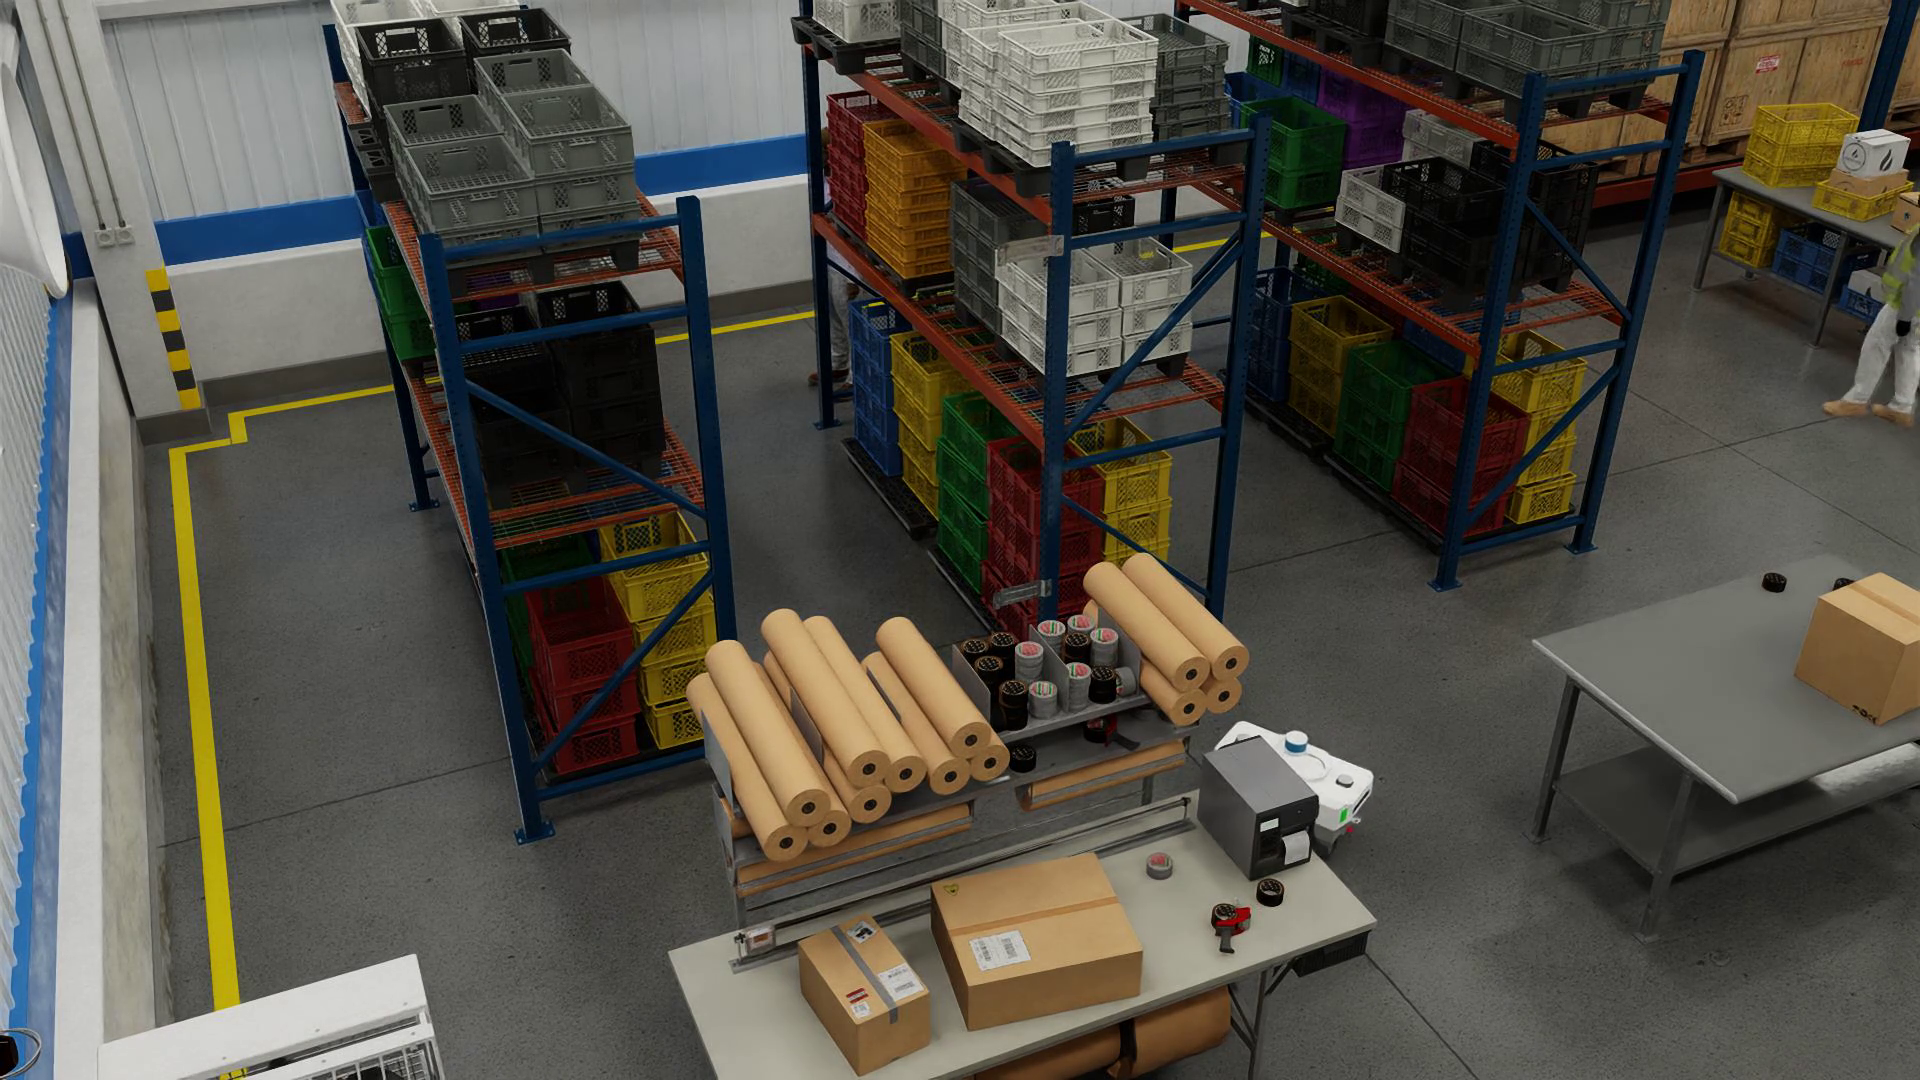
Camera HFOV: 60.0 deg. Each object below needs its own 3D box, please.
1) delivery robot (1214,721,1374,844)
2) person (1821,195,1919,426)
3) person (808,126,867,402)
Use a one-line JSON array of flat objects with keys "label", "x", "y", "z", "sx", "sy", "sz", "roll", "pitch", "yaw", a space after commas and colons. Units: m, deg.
[{"label": "delivery robot", "x": 1.552, "y": 1.114, "z": 7.781, "sx": 0.707, "sy": 0.478, "sz": 0.477, "roll": 20, "pitch": 37, "yaw": 30}, {"label": "person", "x": 6.347, "y": -1.630, "z": 11.128, "sx": 0.558, "sy": 1.816, "sz": 0.727, "roll": 25, "pitch": 40, "yaw": 35}, {"label": "person", "x": -0.836, "y": -1.894, "z": 11.442, "sx": 0.377, "sy": 1.940, "sz": 0.629, "roll": -16, "pitch": 35, "yaw": -25}]
